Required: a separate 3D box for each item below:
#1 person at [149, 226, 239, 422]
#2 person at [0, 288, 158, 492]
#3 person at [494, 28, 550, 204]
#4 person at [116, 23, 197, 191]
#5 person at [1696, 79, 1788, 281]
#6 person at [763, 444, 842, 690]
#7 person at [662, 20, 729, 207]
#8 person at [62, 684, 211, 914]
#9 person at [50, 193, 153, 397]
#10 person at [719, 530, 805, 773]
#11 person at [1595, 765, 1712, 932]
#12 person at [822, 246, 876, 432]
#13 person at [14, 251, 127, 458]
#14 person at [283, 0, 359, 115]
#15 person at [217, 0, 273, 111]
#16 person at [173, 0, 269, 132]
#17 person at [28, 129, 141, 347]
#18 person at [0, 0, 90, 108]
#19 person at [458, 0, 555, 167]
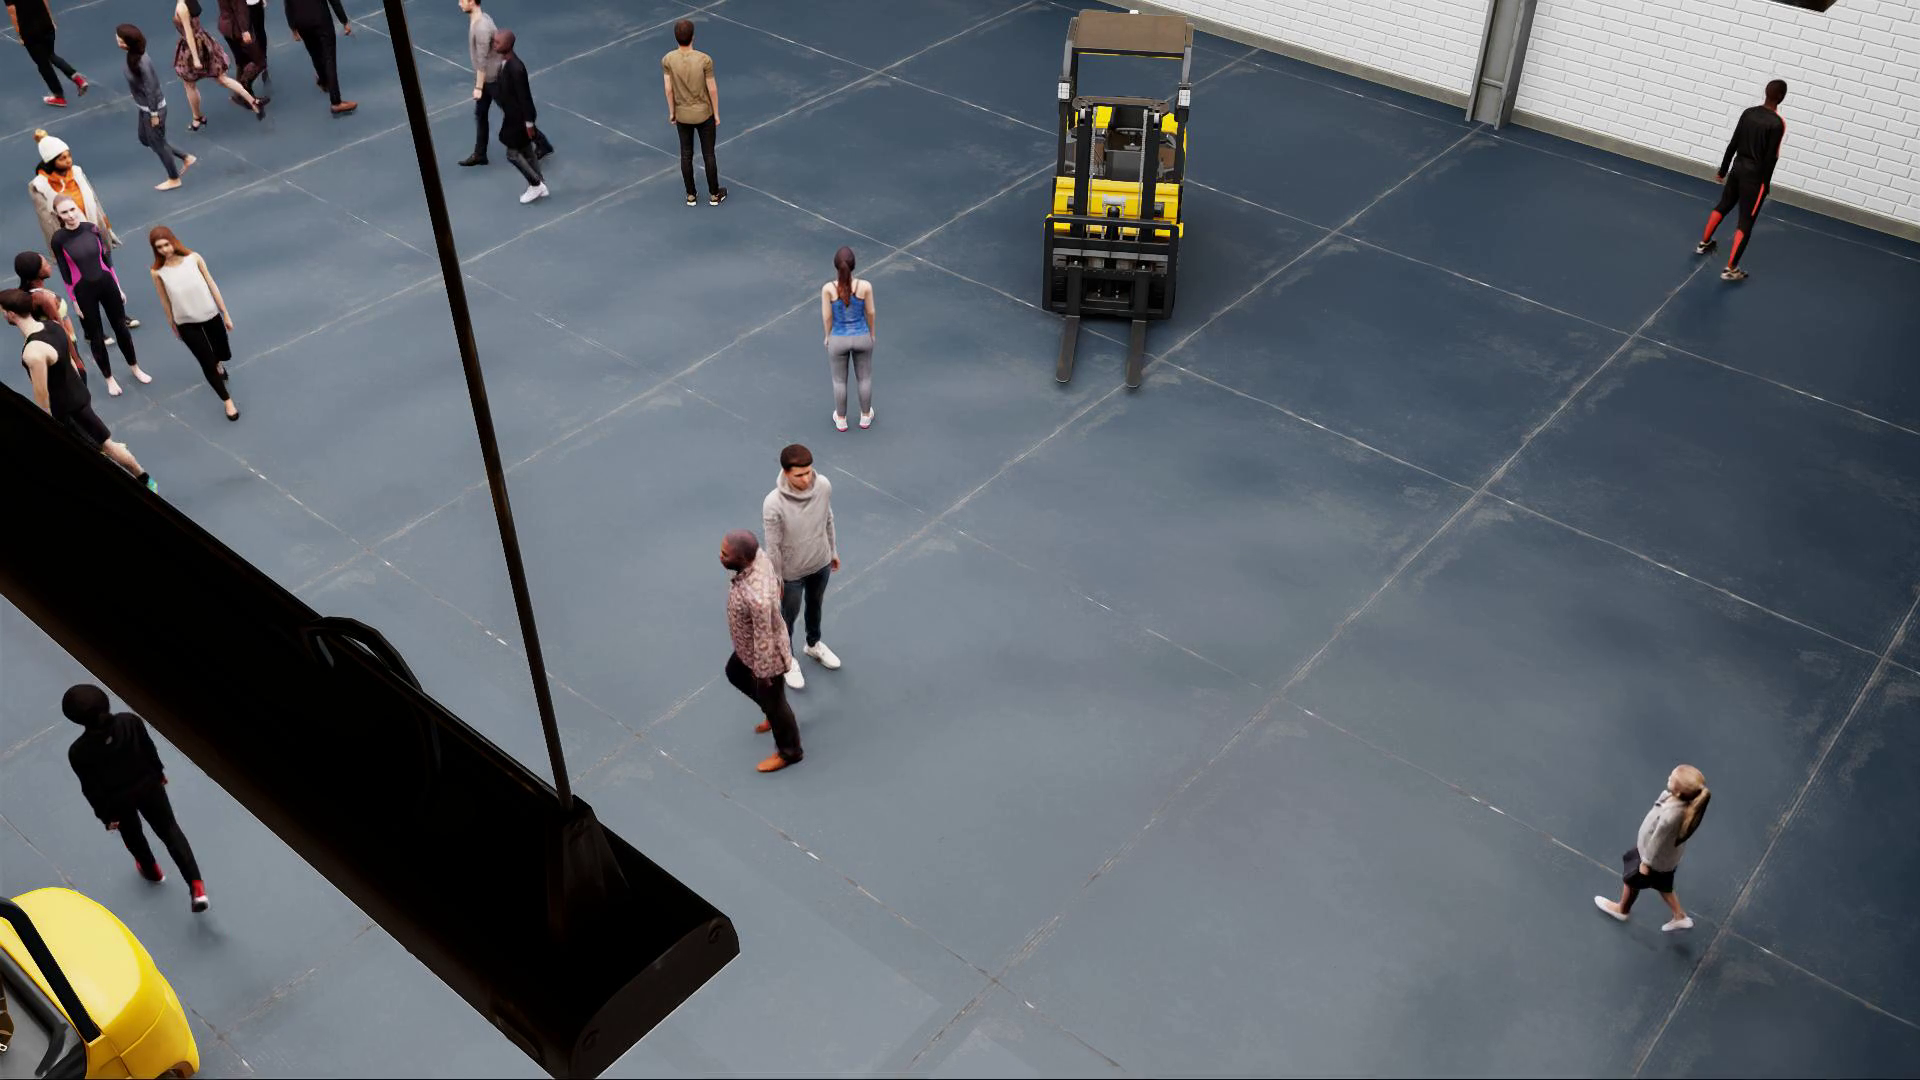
[{"bbox_3d":[-6.123,-1.788,13.321,0.772,1.699,1.008,-22,44,-25],"label":"person"},{"bbox_3d":[-6.455,-0.999,12.224,1.116,1.836,1.181,-13,40,-16],"label":"person"},{"bbox_3d":[-4.202,-4.134,16.217,0.829,1.752,0.717,-16,41,-19],"label":"person"},{"bbox_3d":[-7.902,-4.291,16.421,0.815,1.744,0.730,-21,43,-24],"label":"person"},{"bbox_3d":[7.161,-3.336,15.188,1.027,1.789,0.873,-16,41,-19],"label":"person"},{"bbox_3d":[-1.025,0.130,10.798,0.714,1.851,0.628,-27,46,-30],"label":"person"},{"bbox_3d":[-2.586,-4.140,16.145,0.709,1.852,0.808,3,39,4],"label":"person"},{"bbox_3d":[-4.591,1.452,9.304,1.055,1.650,0.639,31,48,33],"label":"person"},{"bbox_3d":[-7.056,-2.026,13.577,0.568,1.752,0.566,31,48,33],"label":"person"},{"bbox_3d":[-1.140,0.634,10.214,0.903,1.793,0.819,-11,40,-13],"label":"person"},{"bbox_3d":[3.939,1.753,9.237,0.562,1.263,0.769,-30,48,-32],"label":"person"},{"bbox_3d":[-0.872,-1.589,13.143,0.661,1.610,0.714,-5,39,-7],"label":"person"},{"bbox_3d":[-6.933,-1.423,12.821,0.434,1.753,0.618,29,47,31],"label":"person"},{"bbox_3d":[-6.946,-5.512,17.885,1.201,1.824,1.266,-1,39,-1],"label":"person"},{"bbox_3d":[-7.817,-5.484,17.832,0.810,1.847,0.750,-23,44,-26],"label":"person"},{"bbox_3d":[-7.872,-5.078,17.406,1.182,1.743,1.087,-1,39,-1],"label":"person"},{"bbox_3d":[-7.555,-2.607,14.195,0.756,1.889,0.787,16,41,19],"label":"person"},{"bbox_3d":[-9.912,-5.505,17.941,0.916,1.742,0.811,11,40,14],"label":"person"},{"bbox_3d":[-4.605,-4.641,16.757,1.060,1.871,1.239,-18,42,-21],"label":"person"}]
